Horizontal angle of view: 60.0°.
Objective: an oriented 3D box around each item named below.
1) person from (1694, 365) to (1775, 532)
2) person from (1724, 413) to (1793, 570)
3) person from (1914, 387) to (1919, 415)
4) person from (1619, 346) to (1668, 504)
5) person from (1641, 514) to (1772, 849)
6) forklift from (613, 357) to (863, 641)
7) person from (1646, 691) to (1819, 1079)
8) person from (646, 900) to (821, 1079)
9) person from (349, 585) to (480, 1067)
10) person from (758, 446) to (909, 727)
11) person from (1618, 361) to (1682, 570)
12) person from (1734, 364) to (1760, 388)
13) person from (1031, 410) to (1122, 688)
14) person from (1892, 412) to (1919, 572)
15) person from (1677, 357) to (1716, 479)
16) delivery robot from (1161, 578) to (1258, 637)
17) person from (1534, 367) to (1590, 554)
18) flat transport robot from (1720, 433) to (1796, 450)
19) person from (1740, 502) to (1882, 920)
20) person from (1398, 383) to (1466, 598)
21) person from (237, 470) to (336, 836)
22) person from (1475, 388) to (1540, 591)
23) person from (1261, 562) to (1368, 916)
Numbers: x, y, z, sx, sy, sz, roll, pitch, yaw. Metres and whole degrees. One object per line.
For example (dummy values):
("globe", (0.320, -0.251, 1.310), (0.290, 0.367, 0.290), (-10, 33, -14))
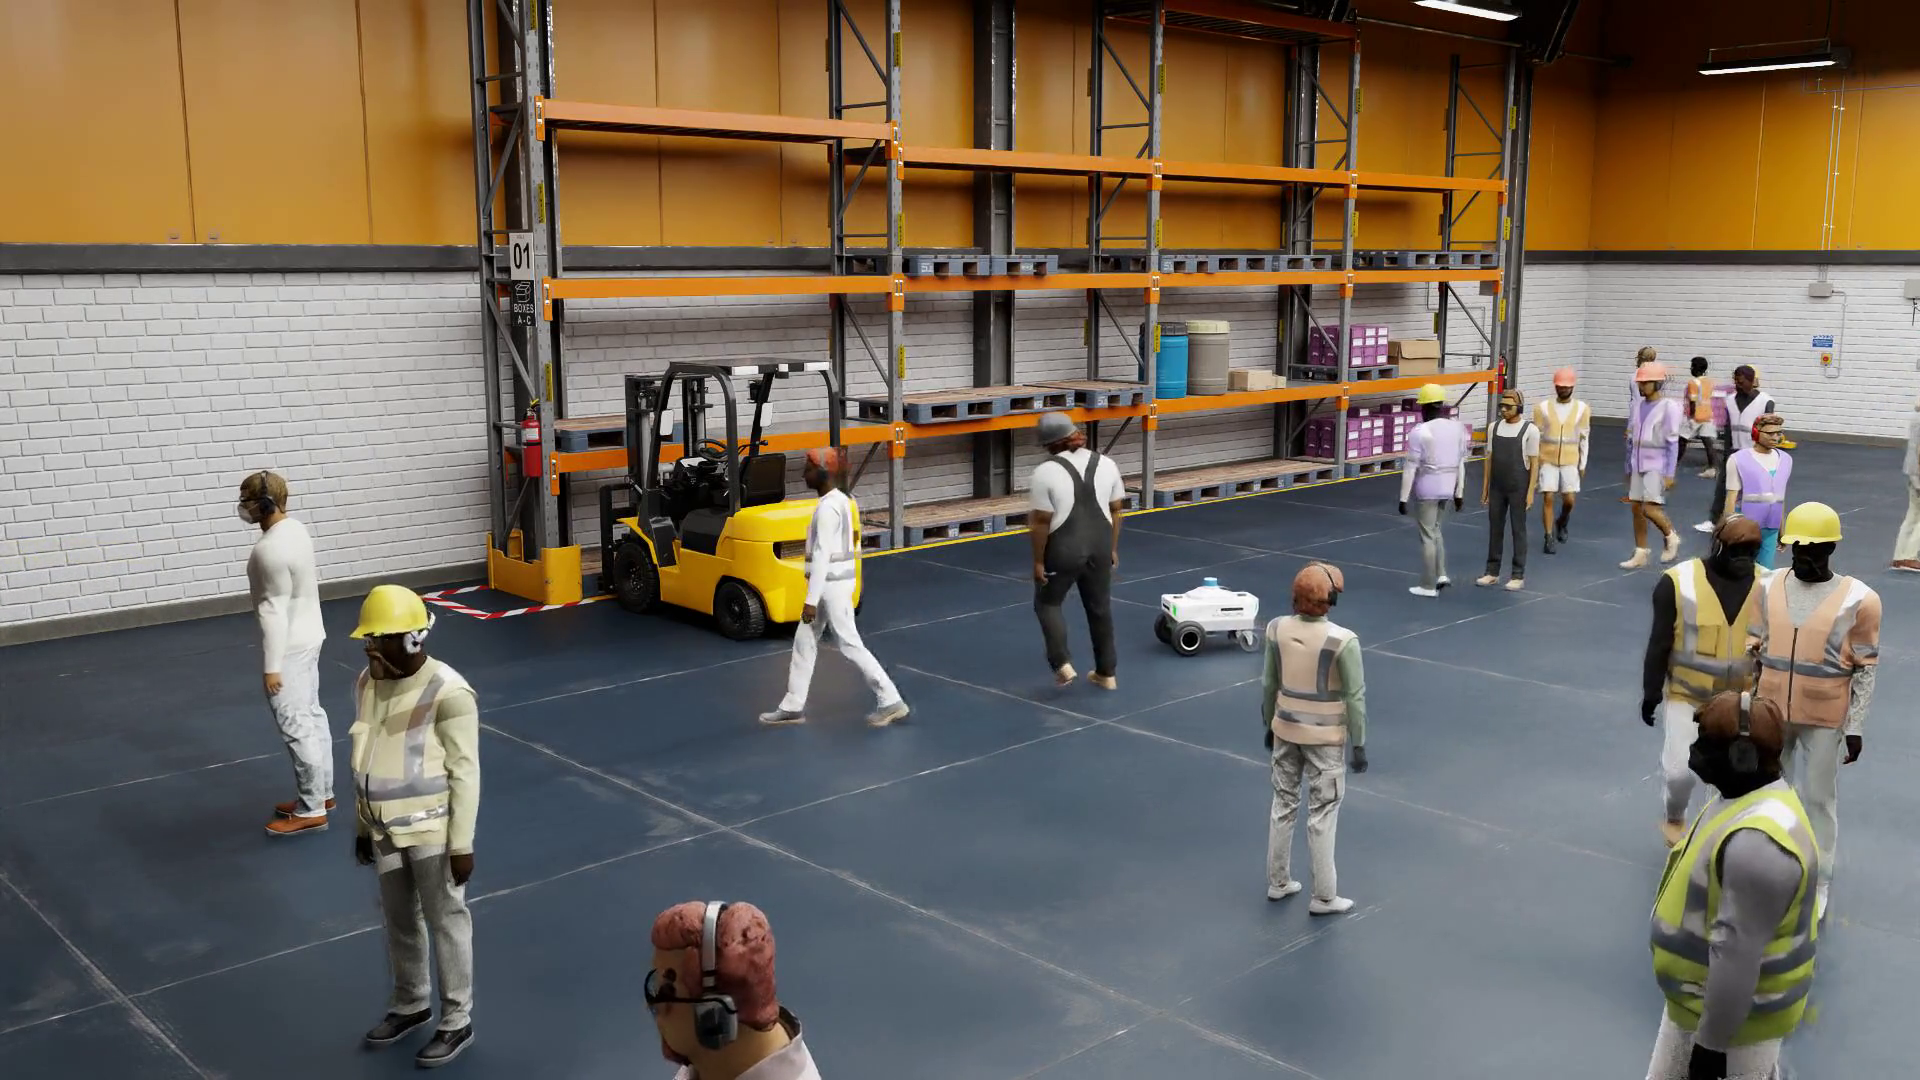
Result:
("person", (8.452, -0.952, 17.927), (0.463, 1.889, 0.693), (-5, 11, -26))
("person", (6.124, -0.065, 12.839), (0.570, 1.840, 0.373), (-3, 10, -18))
("person", (11.009, -1.131, 18.628), (0.622, 2.007, 0.948), (5, 11, 28))
("person", (8.365, -1.395, 20.346), (0.635, 1.937, 0.354), (-7, 12, -34))
("person", (3.654, 0.757, 8.069), (0.660, 1.824, 0.538), (2, 10, 11))
("forklift", (-1.847, -0.414, 13.852), (1.214, 2.155, 2.313), (-9, 13, -42))
("person", (2.281, 1.330, 4.764), (0.796, 1.816, 0.631), (3, 10, 19))
("person", (-0.417, 1.574, 3.065), (0.401, 1.904, 0.649), (-3, 10, -18))
("person", (-2.066, 1.067, 6.276), (0.611, 1.823, 0.403), (6, 11, 32))
("person", (-0.791, 0.312, 10.663), (0.966, 1.844, 0.591), (-1, 10, -3))
("person", (6.669, -0.705, 16.024), (0.540, 2.030, 0.624), (-4, 10, -21))
("person", (9.412, -1.237, 19.990), (0.492, 1.742, 0.320), (-5, 11, -28))
("person", (0.779, 0.052, 11.576), (0.712, 2.000, 0.547), (-4, 10, -21))
("person", (9.284, -0.611, 16.063), (0.424, 1.832, 0.570), (2, 10, 14))
("person", (10.065, -1.682, 22.841), (0.548, 1.645, 0.865), (-6, 12, -33))
("delivery robot", (1.927, 0.534, 12.824), (0.707, 0.478, 0.477), (-2, 10, -10))
("person", (6.145, -0.823, 17.063), (0.558, 1.925, 0.565), (3, 10, 16))
("flat transport robot", (12.355, -1.569, 26.238), (1.431, 0.197, 0.652), (-2, 10, -14))
("person", (3.868, 0.778, 7.654), (0.367, 1.927, 0.590), (-8, 13, -41))
("person", (4.178, -0.437, 14.804), (0.607, 1.911, 0.446), (-5, 11, -26))
("person", (-3.553, 0.588, 8.781), (0.377, 1.931, 0.628), (-2, 10, -11))
("person", (5.000, -0.462, 15.160), (0.328, 1.842, 0.515), (-9, 13, -43))
("person", (1.633, 0.918, 7.696), (0.337, 1.636, 0.536), (-9, 13, -43))
